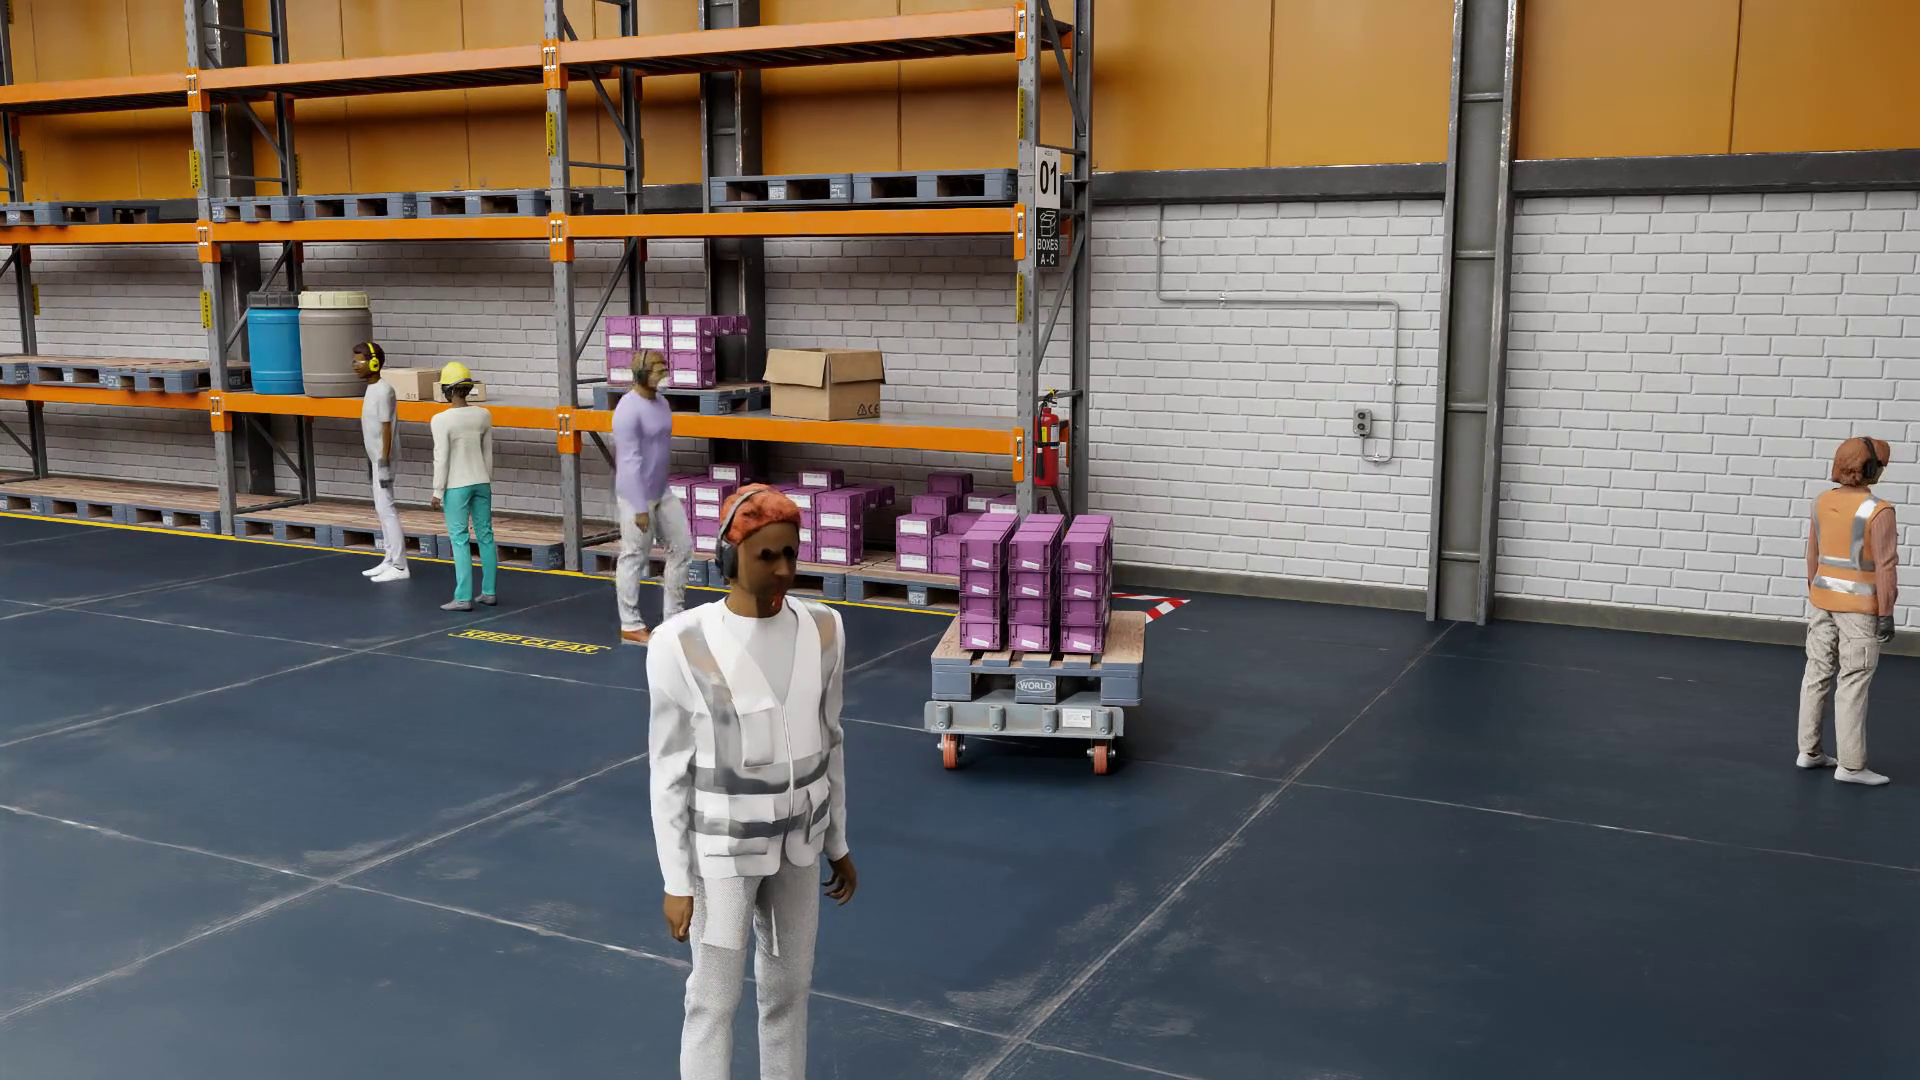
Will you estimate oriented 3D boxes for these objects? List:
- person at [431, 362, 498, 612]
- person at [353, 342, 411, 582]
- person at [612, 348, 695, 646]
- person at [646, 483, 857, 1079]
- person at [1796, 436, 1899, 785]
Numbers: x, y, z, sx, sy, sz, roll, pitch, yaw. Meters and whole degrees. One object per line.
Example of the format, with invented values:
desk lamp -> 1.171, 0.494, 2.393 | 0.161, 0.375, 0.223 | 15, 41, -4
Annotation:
person -> -3.526, -0.374, 11.796 | 0.319, 1.769, 0.523 | 6, 11, 33
person -> -4.520, -0.607, 12.963 | 0.318, 1.860, 0.512 | -5, 11, -29
person -> -1.896, -0.252, 10.568 | 0.702, 1.917, 0.661 | 3, 10, 16
person -> -0.509, 0.797, 4.215 | 0.574, 1.886, 0.356 | -8, 12, -41
person -> 4.192, 0.330, 7.849 | 0.307, 1.641, 0.513 | -2, 9, -14
